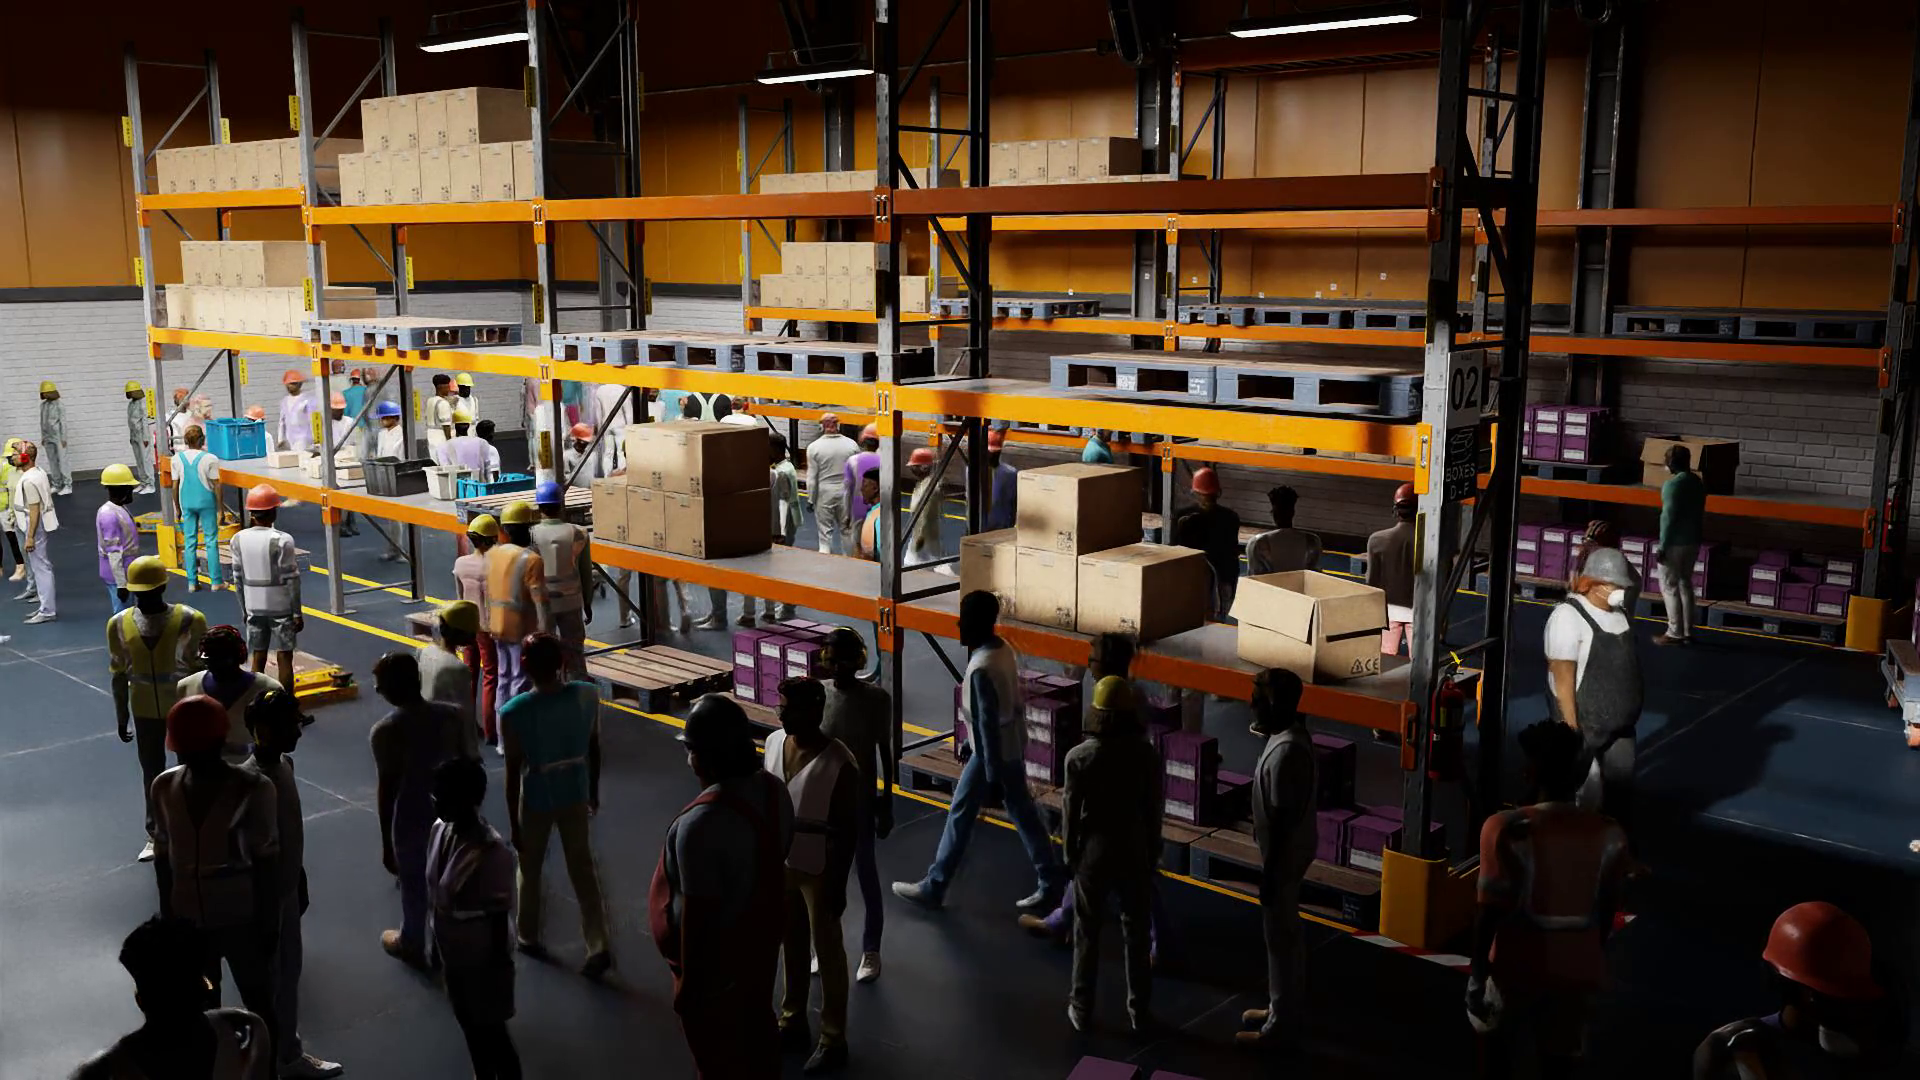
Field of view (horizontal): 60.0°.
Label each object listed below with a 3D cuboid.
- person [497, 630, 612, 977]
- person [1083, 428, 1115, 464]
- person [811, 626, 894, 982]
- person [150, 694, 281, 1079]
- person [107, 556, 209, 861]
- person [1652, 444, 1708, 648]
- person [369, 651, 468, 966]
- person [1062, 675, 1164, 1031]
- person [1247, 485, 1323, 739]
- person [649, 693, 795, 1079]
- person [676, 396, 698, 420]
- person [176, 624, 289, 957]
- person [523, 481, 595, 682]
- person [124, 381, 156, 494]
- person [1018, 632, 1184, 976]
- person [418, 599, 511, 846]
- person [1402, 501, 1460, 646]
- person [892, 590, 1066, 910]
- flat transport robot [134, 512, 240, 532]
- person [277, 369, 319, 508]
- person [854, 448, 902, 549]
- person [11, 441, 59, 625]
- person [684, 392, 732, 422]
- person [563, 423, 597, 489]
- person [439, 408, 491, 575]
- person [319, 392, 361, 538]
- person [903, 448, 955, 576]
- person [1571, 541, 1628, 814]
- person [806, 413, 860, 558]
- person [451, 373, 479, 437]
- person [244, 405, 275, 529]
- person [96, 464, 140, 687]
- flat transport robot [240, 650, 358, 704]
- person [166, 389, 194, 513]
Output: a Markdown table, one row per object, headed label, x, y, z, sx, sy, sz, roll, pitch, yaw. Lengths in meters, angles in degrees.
| label | x | y | z | sx | sy | sz | roll | pitch | yaw |
| --- | --- | --- | --- | --- | --- | --- | --- | --- | --- |
| person | -2.083 | 1.374 | 8.634 | 0.577 | 1.822 | 0.870 | -7 | 12 | -35 |
| person | 1.571 | -0.434 | 18.523 | 0.407 | 1.906 | 0.655 | 1 | 10 | 7 |
| person | -0.590 | 1.348 | 8.587 | 0.513 | 1.862 | 0.325 | 3 | 10 | 17 |
| person | -3.157 | 1.584 | 7.065 | 0.544 | 1.929 | 0.387 | 1 | 10 | 4 |
| person | -4.896 | 1.033 | 10.213 | 0.581 | 1.919 | 0.394 | -2 | 10 | -9 |
| person | 6.829 | 0.059 | 15.710 | 0.658 | 1.915 | 0.461 | -8 | 13 | -38 |
| person | -2.685 | 1.424 | 8.401 | 0.586 | 1.776 | 1.001 | -8 | 13 | -39 |
| person | 0.735 | 1.507 | 8.043 | 0.488 | 1.735 | 0.337 | 0 | 10 | -3 |
| person | 2.470 | 0.556 | 12.760 | 0.603 | 1.965 | 0.368 | -1 | 10 | -6 |
| person | -0.977 | 1.599 | 6.648 | 0.538 | 2.000 | 0.686 | 4 | 11 | 22 |
| person | -3.896 | -1.250 | 23.893 | 0.523 | 1.638 | 0.310 | 7 | 12 | 35 |
| person | -3.820 | 1.326 | 8.813 | 0.562 | 1.828 | 0.416 | 0 | 10 | 2 |
| person | -3.189 | 0.507 | 13.096 | 0.614 | 1.943 | 0.399 | -5 | 11 | -25 |
| person | -12.576 | -1.572 | 25.452 | 0.483 | 1.737 | 0.321 | 8 | 13 | 37 |
| person | 0.762 | 1.365 | 8.670 | 0.960 | 1.795 | 0.536 | 4 | 11 | 21 |
| person | -3.024 | 1.185 | 9.890 | 0.772 | 1.707 | 0.601 | -9 | 13 | -41 |
| person | 4.415 | 0.144 | 15.685 | 0.560 | 1.753 | 0.328 | -2 | 10 | -11 |
| person | 0.155 | 1.199 | 9.401 | 1.012 | 1.869 | 0.589 | 3 | 10 | 17 |
| flat transport robot | -10.305 | -0.231 | 21.999 | 1.431 | 0.197 | 0.652 | 0 | 10 | 1 |
| person | -9.636 | -1.512 | 24.362 | 0.618 | 2.013 | 0.994 | 5 | 11 | 26 |
| person | -0.978 | -0.527 | 19.341 | 0.715 | 1.811 | 0.603 | 3 | 10 | 15 |
| person | -9.273 | -0.081 | 16.701 | 0.387 | 1.846 | 0.566 | -4 | 11 | -23 |
| person | -3.610 | -1.458 | 23.936 | 0.684 | 2.000 | 0.536 | -1 | 10 | -5 |
| person | -4.384 | -0.487 | 19.269 | 0.332 | 1.746 | 0.559 | 6 | 11 | 29 |
| person | -5.678 | -0.546 | 19.101 | 0.591 | 1.926 | 0.387 | -8 | 13 | -38 |
| person | -8.012 | -0.965 | 21.500 | 0.543 | 1.912 | 0.463 | -9 | 13 | -40 |
| person | -0.326 | -0.098 | 17.179 | 0.878 | 1.718 | 0.560 | -3 | 11 | -19 |
| person | 4.107 | 0.940 | 10.821 | 0.585 | 1.882 | 0.337 | -10 | 14 | -43 |
| person | -1.452 | -0.492 | 18.871 | 0.636 | 1.902 | 0.405 | -5 | 11 | -26 |
| person | -7.329 | -1.517 | 24.632 | 0.410 | 1.918 | 0.585 | 6 | 11 | 29 |
| person | -8.983 | -0.850 | 21.311 | 0.573 | 1.749 | 0.342 | 3 | 10 | 15 |
| person | -7.188 | 0.302 | 14.306 | 0.369 | 1.927 | 0.587 | -4 | 11 | -21 |
| flat transport robot | -5.784 | 1.150 | 14.192 | 1.431 | 0.197 | 0.652 | 10 | 14 | 44 |
| person | -10.336 | -1.073 | 22.276 | 0.465 | 1.884 | 0.595 | 3 | 11 | 18 |
